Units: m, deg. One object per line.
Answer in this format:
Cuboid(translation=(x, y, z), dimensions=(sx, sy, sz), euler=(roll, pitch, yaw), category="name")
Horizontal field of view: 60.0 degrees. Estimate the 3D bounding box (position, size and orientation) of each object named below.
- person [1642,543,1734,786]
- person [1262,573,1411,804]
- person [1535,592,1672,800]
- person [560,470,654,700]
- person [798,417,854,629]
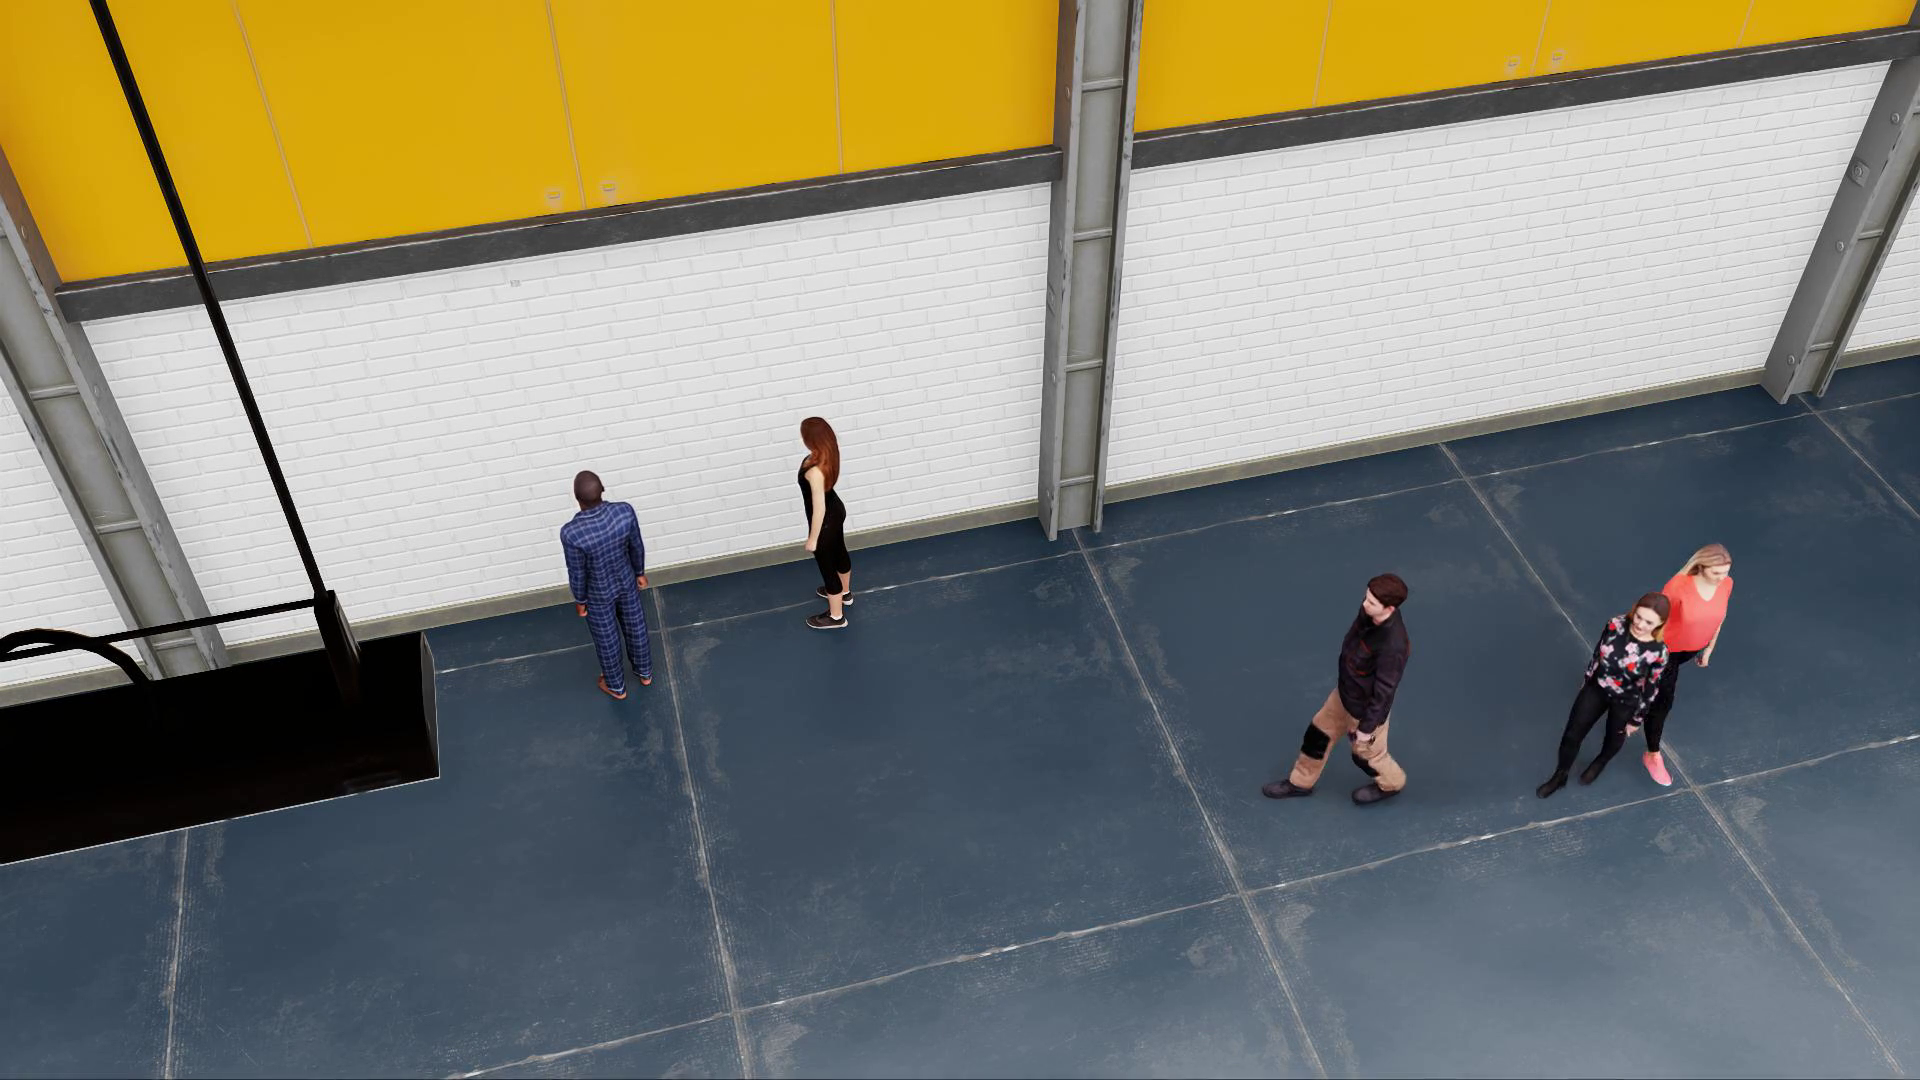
Cuboid(translation=(4.281, 0.583, 10.112), dimensions=(1.099, 1.648, 0.653), euler=(-10, 45, -10), category="person")
Cuboid(translation=(2.407, 0.917, 9.581), dimensions=(1.114, 1.897, 0.794), euler=(-5, 44, -5), category="person")
Cuboid(translation=(3.907, 0.869, 9.803), dimensions=(0.909, 1.661, 0.793), euler=(-32, 52, -29), category="person")
Cuboid(translation=(-2.182, 0.274, 10.309), dimensions=(0.676, 1.825, 0.811), euler=(-26, 50, -25), category="person")
Cuboid(translation=(-0.866, -0.127, 10.804), dimensions=(0.651, 1.722, 0.647), euler=(8, 44, 9), category="person")
